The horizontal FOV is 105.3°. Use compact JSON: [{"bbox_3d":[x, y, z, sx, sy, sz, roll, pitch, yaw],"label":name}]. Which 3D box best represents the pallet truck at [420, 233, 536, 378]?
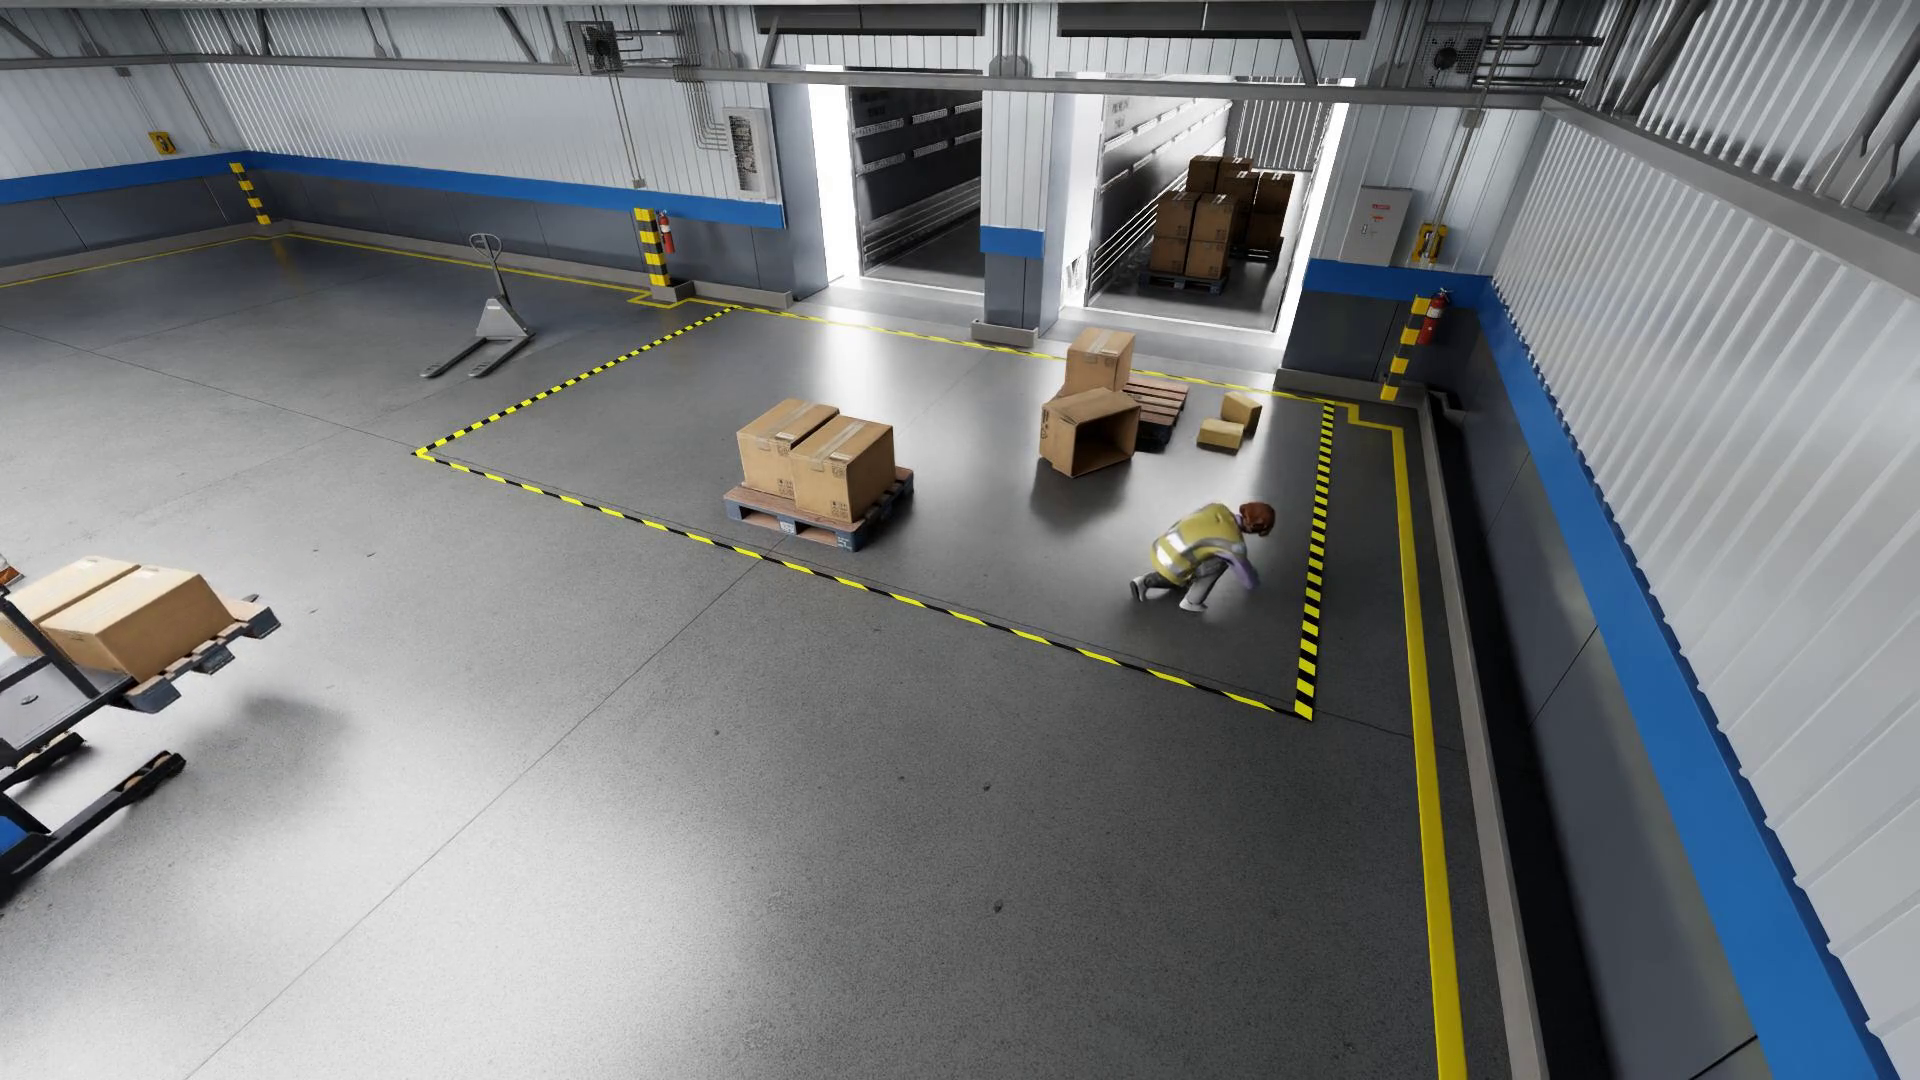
[{"bbox_3d":[-5.664,-2.712,8.427,0.680,1.201,1.601,0,35,-1],"label":"pallet truck"}]

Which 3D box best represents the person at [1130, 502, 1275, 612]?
[{"bbox_3d":[1.593,0.091,4.913,0.874,0.825,0.640,-7,36,-9],"label":"person"}]

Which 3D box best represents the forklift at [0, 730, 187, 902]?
[{"bbox_3d":[-4.701,0.840,2.751,0.716,2.013,0.776,7,36,9],"label":"forklift"}]

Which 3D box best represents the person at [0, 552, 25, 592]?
[{"bbox_3d":[-6.920,-0.460,4.656,0.605,1.947,0.386,7,36,10],"label":"person"}]
